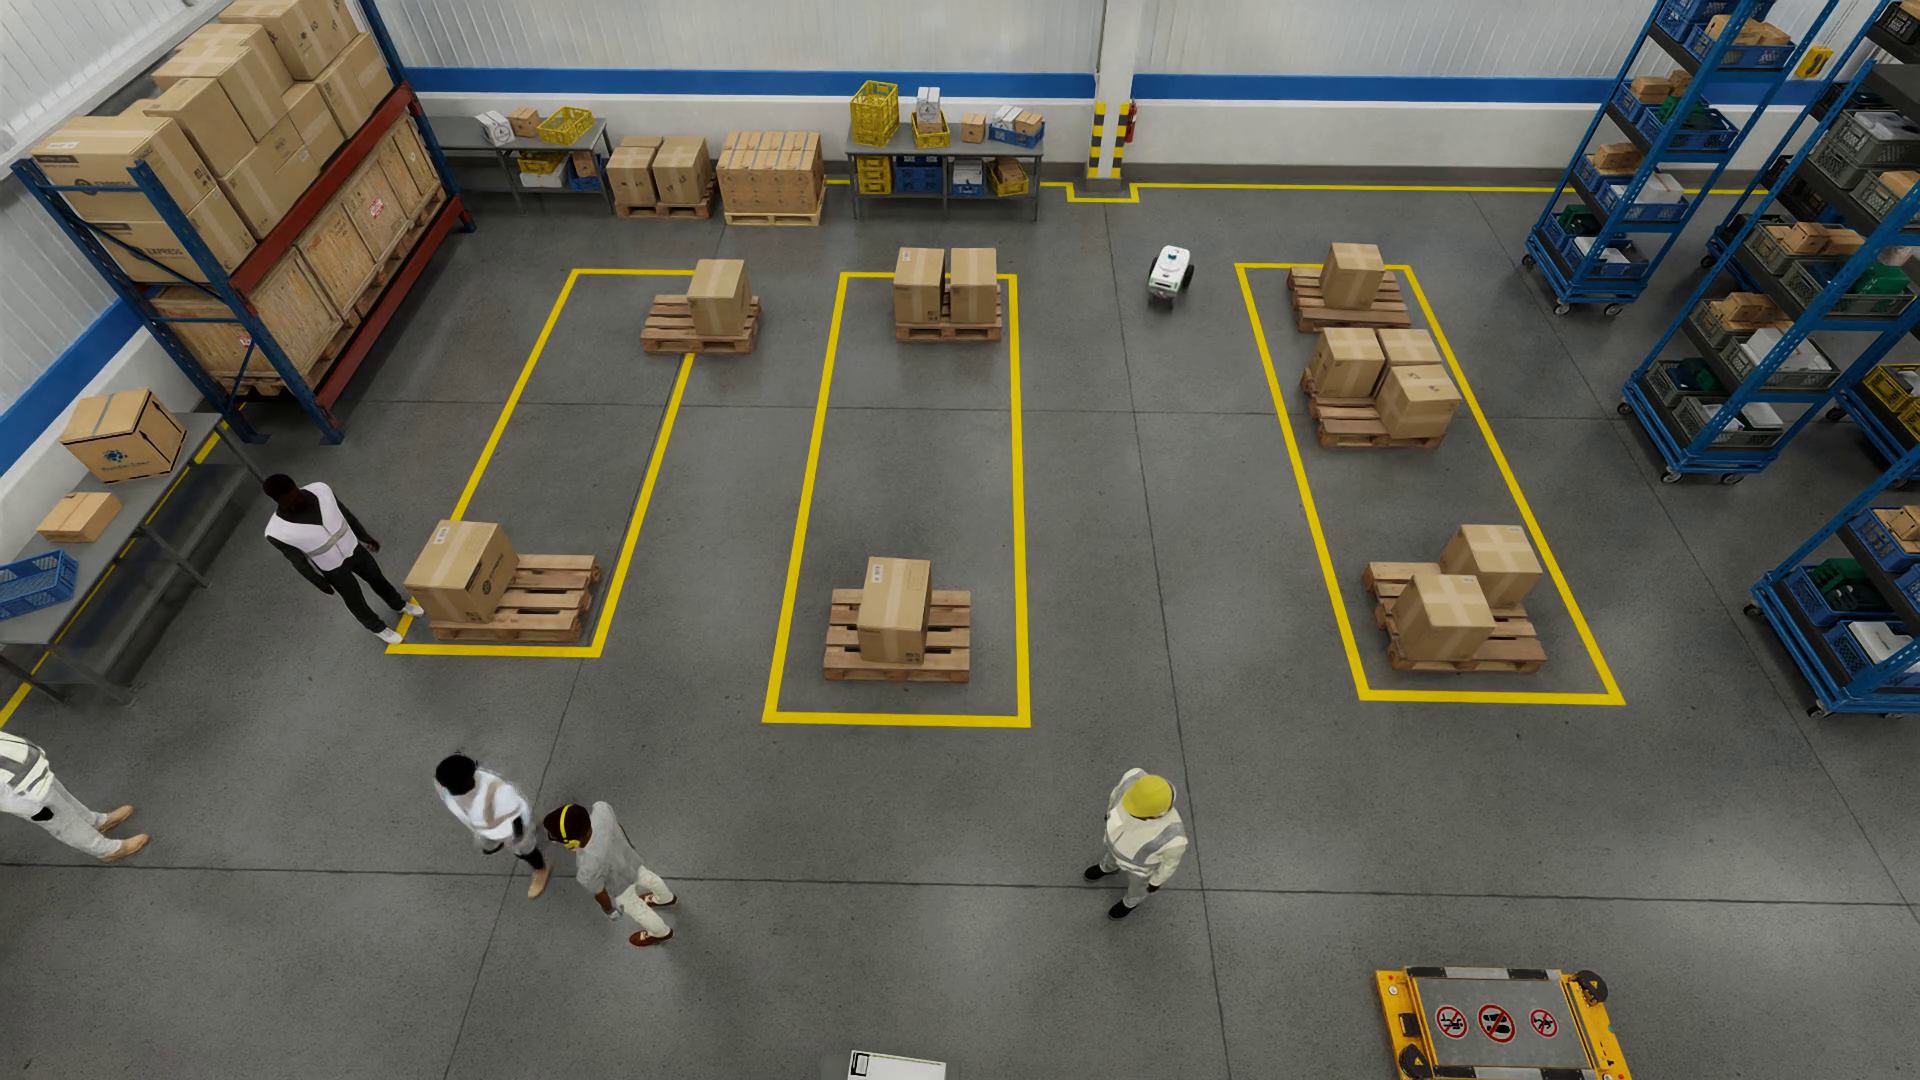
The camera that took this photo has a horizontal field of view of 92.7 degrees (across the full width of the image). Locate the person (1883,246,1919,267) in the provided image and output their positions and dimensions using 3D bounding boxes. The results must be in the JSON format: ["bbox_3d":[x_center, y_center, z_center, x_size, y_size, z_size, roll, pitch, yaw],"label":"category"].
[{"bbox_3d":[11.079,-3.765,10.434,0.612,1.995,0.379,-26,56,-20],"label":"person"}]

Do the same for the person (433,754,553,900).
[{"bbox_3d":[-3.057,1.872,6.036,0.560,1.681,0.407,9,51,7],"label":"person"}]

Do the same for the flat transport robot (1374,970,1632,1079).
[{"bbox_3d":[3.501,3.133,5.914,1.431,0.197,0.652,1,51,1],"label":"flat transport robot"}]

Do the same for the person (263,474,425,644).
[{"bbox_3d":[-4.954,0.140,7.307,0.392,1.911,0.584,13,52,11],"label":"person"}]

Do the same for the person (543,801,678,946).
[{"bbox_3d":[-2.154,2.091,5.749,0.328,1.861,0.504,1,51,0],"label":"person"}]

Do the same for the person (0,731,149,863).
[{"bbox_3d":[-6.275,1.625,6.137,0.634,1.841,0.429,37,60,26],"label":"person"}]

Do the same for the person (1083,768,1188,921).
[{"bbox_3d":[1.111,1.951,5.878,0.404,1.827,0.600,-22,54,-17],"label":"person"}]

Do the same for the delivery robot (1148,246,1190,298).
[{"bbox_3d":[2.475,-3.180,10.820,0.477,0.478,0.707,17,53,13],"label":"delivery robot"}]
